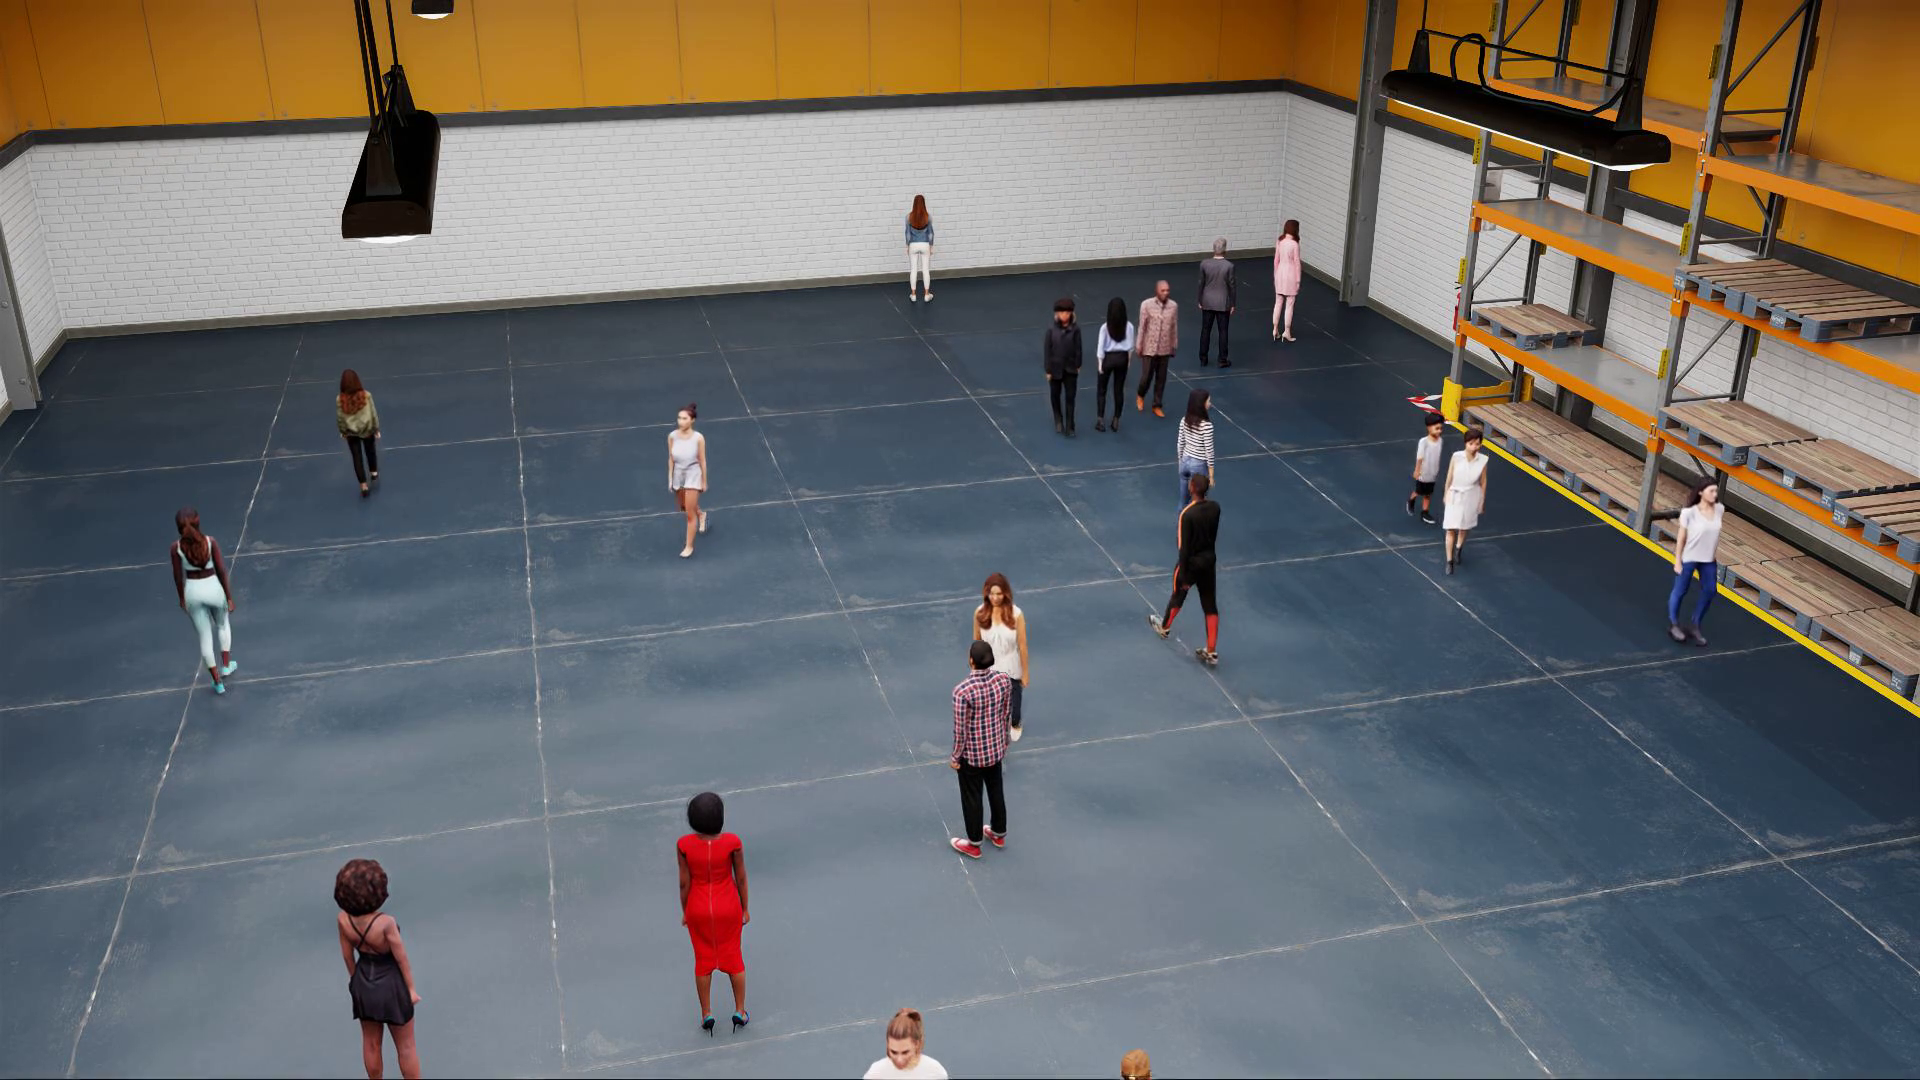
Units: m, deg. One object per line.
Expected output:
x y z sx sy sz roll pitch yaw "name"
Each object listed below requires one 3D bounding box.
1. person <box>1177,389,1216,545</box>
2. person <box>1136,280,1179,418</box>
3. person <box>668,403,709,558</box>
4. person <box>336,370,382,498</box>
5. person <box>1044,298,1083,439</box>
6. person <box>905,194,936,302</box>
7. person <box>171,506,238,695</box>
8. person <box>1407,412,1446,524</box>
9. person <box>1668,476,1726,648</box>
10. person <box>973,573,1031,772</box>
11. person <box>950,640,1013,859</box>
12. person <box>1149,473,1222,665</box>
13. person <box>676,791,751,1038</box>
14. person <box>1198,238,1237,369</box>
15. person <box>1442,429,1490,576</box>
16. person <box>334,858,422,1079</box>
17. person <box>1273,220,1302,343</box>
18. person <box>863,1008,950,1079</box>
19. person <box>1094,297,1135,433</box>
2.457 -0.716 17.432 0.717 1.795 0.587 -20 31 -38 "person"
2.512 -2.508 21.534 0.700 1.794 0.729 -5 24 -11 "person"
-2.845 -0.667 17.584 0.896 1.583 1.034 8 25 17 "person"
-6.848 -1.194 18.960 0.661 1.448 0.932 -8 25 -18 "person"
1.274 -2.194 20.868 0.772 1.751 1.003 -1 24 -2 "person"
-0.646 -4.669 26.590 0.675 1.702 0.622 1 24 2 "person"
-6.645 0.556 14.634 0.659 1.705 0.781 -10 26 -22 "person"
5.126 -0.818 18.344 0.532 1.251 0.660 -9 25 -19 "person"
6.824 0.169 15.562 0.640 1.670 0.644 -4 24 -10 "person"
0.352 1.043 13.439 0.848 1.770 0.986 4 24 8 "person"
0.154 1.532 12.332 0.762 1.761 0.720 -17 29 -33 "person"
2.229 0.288 15.171 0.773 1.765 1.178 -11 26 -23 "person"
-1.550 2.353 10.475 0.608 1.743 0.554 -2 24 -5 "person"
3.611 -3.341 23.379 0.803 1.842 0.835 10 26 22 "person"
5.184 -0.439 17.139 0.790 1.521 0.981 4 24 10 "person"
-3.388 2.653 9.734 0.655 1.788 0.675 5 24 12 "person"
4.808 -3.823 24.531 0.752 1.801 0.625 -20 31 -38 "person"
-0.280 3.169 8.639 0.658 1.720 0.592 -1 24 -2 "person"
1.955 -2.178 20.838 0.657 1.746 0.546 -5 24 -11 "person"
